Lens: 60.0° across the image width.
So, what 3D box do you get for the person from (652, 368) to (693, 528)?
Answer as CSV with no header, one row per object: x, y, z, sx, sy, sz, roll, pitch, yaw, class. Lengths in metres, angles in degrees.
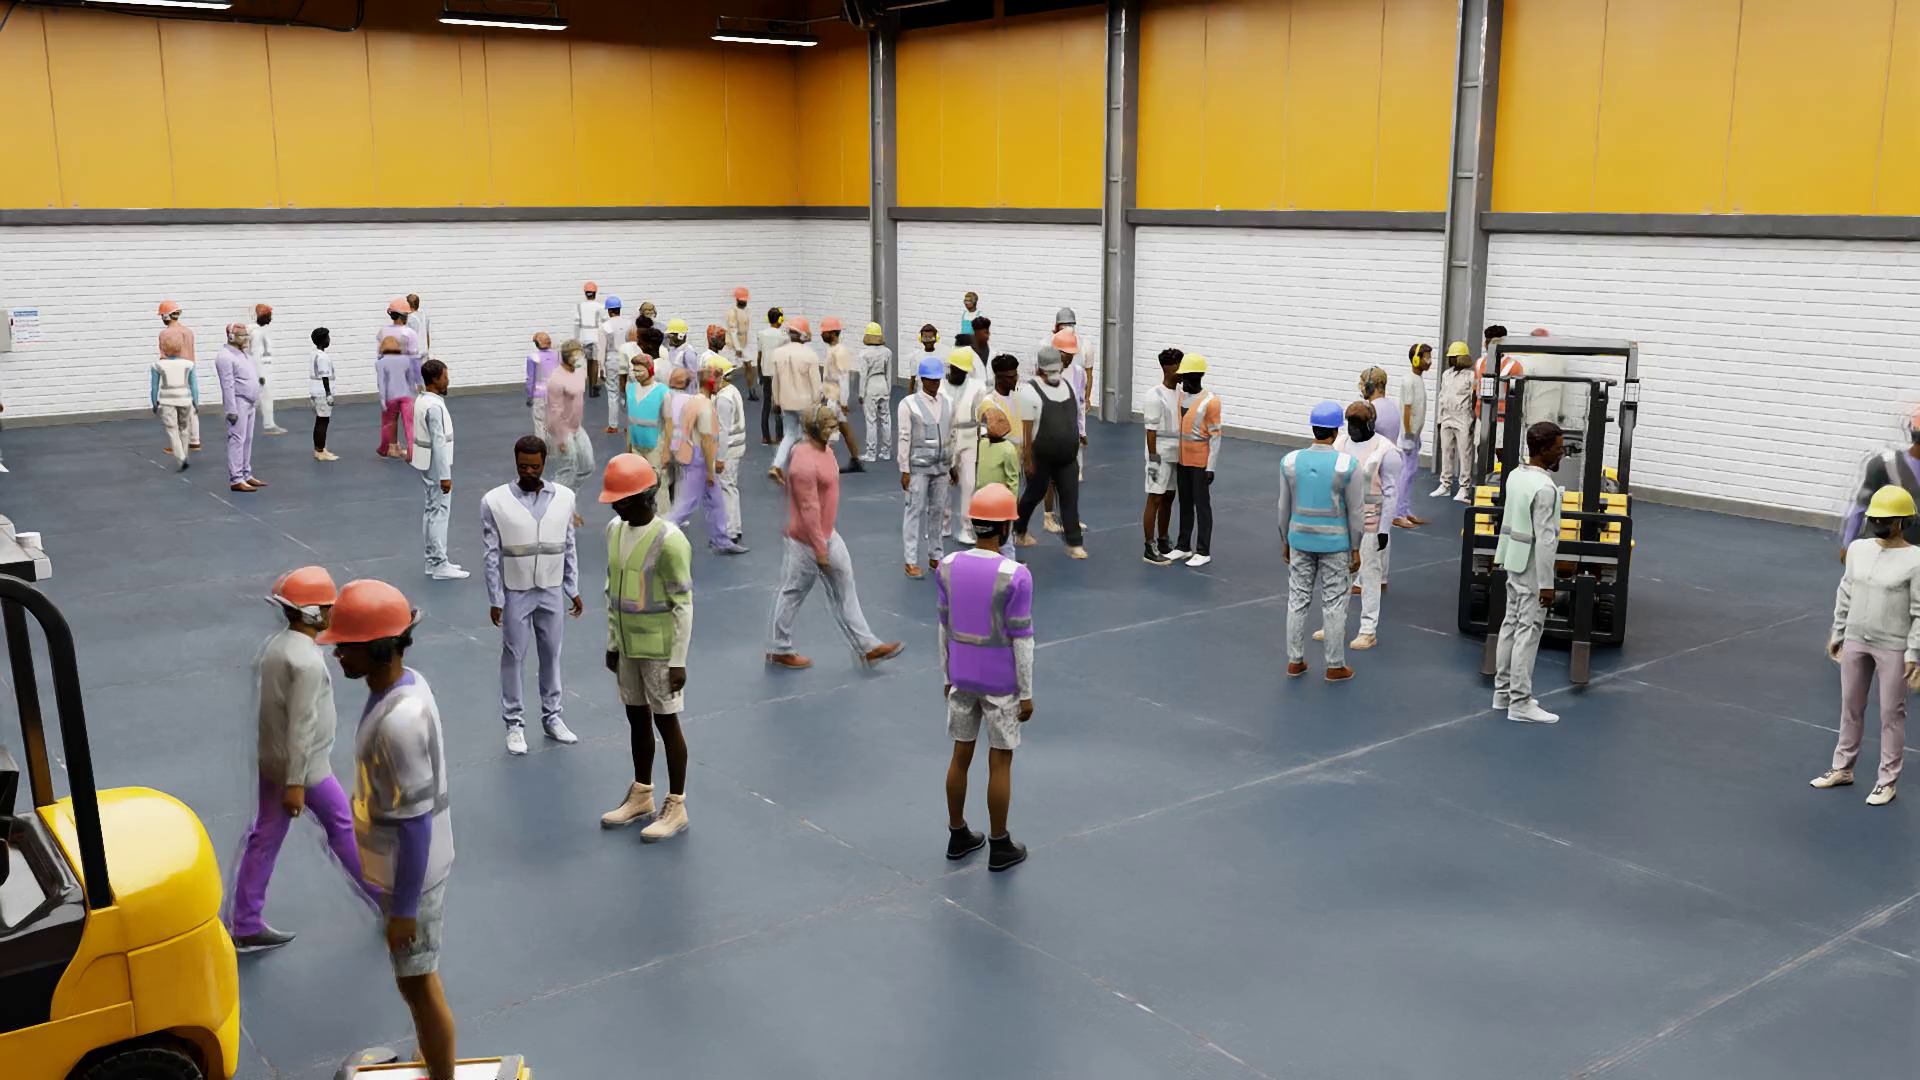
-2.862,-0.907,16.619,0.547,1.617,0.505,5,13,21,person

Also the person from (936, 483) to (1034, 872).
0.142,0.676,8.246,0.544,1.930,0.388,8,14,34,person

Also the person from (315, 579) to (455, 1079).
-1.970,1.133,5.779,0.411,2.040,0.628,-5,13,-21,person

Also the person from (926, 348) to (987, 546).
-0.078,-0.879,15.856,0.681,1.881,0.754,0,12,2,person

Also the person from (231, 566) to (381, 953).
-2.874,0.961,7.419,0.921,1.693,0.578,-9,15,-38,person

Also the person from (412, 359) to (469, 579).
-4.573,-0.617,14.515,0.380,1.916,0.596,-6,13,-28,person

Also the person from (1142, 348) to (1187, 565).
1.881,-0.769,15.126,0.373,1.966,0.607,9,15,37,person

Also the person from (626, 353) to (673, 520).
-2.970,-0.871,15.936,0.564,1.837,0.388,8,14,34,person

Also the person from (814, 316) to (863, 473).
-1.563,-1.717,19.885,0.852,1.898,0.567,-2,12,-11,person

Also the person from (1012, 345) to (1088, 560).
0.777,-0.871,15.442,0.685,2.000,0.968,-8,14,-32,person

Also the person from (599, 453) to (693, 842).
-1.641,0.552,8.592,0.608,2.032,0.405,11,16,42,person

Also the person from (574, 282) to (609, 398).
-6.086,-3.348,27.735,0.565,1.899,0.785,2,12,10,person

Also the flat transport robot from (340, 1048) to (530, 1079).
-1.832,2.086,5.458,0.652,0.197,1.431,-2,12,-7,flat transport robot

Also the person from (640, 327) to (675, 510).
-3.182,-1.244,17.422,0.368,1.966,0.603,3,12,13,person

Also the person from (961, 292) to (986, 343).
0.191,-2.942,25.916,0.506,1.846,0.350,11,16,42,person

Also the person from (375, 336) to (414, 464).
-7.088,-1.760,20.837,0.504,1.578,0.889,-11,16,-42,person

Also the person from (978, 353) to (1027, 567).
0.373,-0.671,14.687,0.362,1.960,0.615,6,13,25,person

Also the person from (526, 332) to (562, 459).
-5.215,-1.799,20.928,0.313,1.631,0.525,10,15,40,person

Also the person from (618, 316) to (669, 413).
-3.758,-1.720,19.865,0.622,1.928,0.692,2,12,9,person

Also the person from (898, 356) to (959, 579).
-0.266,-0.637,14.534,0.608,1.946,0.406,-8,14,-34,person

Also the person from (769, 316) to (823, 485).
-1.856,-1.554,18.902,0.616,1.971,0.564,7,14,30,person

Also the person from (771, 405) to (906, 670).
-0.901,0.009,11.551,1.012,1.885,0.659,3,12,15,person

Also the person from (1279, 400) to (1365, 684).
2.467,0.018,11.374,0.603,1.948,0.385,7,14,32,person

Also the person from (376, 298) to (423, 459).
-7.056,-2.039,21.081,0.615,2.038,0.395,4,12,20,person

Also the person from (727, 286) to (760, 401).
-3.644,-3.206,27.155,0.833,1.881,0.556,8,14,35,person

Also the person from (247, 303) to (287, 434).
-9.827,-2.367,23.145,0.648,1.848,0.634,-4,12,-18,person

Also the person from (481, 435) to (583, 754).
-2.578,0.312,10.038,0.587,1.915,0.394,-8,14,-35,person

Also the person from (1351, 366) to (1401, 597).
3.435,-0.482,13.846,0.375,1.930,0.636,9,14,36,person

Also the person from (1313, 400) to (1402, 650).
2.922,-0.118,12.294,0.429,1.843,0.622,-10,15,-39,person

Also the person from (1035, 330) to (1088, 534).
1.018,-1.060,16.401,0.618,2.028,0.410,-10,15,-39,person

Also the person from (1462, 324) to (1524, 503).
5.724,-1.333,17.856,0.363,1.962,0.612,-8,14,-33,person

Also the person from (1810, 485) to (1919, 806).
5.040,0.571,9.148,0.310,1.769,0.523,-6,13,-28,person

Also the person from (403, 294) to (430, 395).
-8.294,-2.829,25.374,0.345,1.846,0.508,5,13,24,person

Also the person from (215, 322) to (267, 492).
-8.138,-1.509,18.854,0.403,1.904,0.651,-1,12,-4,person

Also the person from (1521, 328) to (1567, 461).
6.563,-1.436,18.623,0.707,1.857,0.835,-7,13,-29,person

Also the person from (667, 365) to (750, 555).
-2.444,-0.706,15.255,0.903,1.802,0.623,-3,12,-13,person

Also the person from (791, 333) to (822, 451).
-2.026,-1.982,21.605,0.507,1.700,0.538,-8,14,-34,person

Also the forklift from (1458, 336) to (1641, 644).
4.683,-0.471,13.136,1.214,2.155,2.313,4,12,20,forklift

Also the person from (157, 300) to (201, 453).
-10.171,-2.117,21.610,0.412,1.982,0.622,2,12,11,person

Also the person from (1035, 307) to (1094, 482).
1.214,-1.687,19.383,0.684,2.000,0.538,1,12,3,person

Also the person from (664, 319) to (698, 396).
-3.439,-1.800,20.434,0.404,1.830,0.603,-7,14,-32,person

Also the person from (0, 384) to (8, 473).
-11.721,-1.647,19.914,0.296,1.744,0.487,10,16,41,person

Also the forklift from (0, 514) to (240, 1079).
-3.687,1.115,5.480,2.313,2.155,1.214,-9,15,-36,forklift

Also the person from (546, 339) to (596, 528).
-3.910,-1.058,16.655,0.447,1.915,0.705,3,12,12,person

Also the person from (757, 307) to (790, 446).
-2.473,-2.178,22.215,0.524,1.857,0.345,4,12,20,person

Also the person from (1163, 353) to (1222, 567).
2.099,-0.726,15.014,0.378,1.928,0.585,-7,14,-31,person

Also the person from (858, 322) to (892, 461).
-1.082,-1.864,20.972,0.485,1.740,0.304,-9,15,-38,person

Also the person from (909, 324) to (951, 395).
-0.343,-1.587,19.347,0.512,1.861,0.325,0,12,-1,person

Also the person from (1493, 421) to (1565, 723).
3.619,0.196,10.587,0.377,1.917,0.600,0,12,-2,person

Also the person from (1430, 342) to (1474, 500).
5.446,-1.307,18.272,0.320,1.742,0.492,-9,14,-36,person

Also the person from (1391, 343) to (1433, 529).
4.561,-1.051,16.747,0.309,1.861,0.533,6,13,26,person

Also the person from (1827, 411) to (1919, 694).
6.402,0.024,11.357,0.613,1.951,1.137,-2,12,-11,person

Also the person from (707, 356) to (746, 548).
-2.244,-0.845,15.859,0.403,1.818,0.605,0,12,0,person

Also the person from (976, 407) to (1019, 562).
0.290,-0.266,13.507,0.279,1.632,0.502,-7,14,-32,person

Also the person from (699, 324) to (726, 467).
-2.774,-1.483,18.799,0.351,1.875,0.574,-2,12,-12,person

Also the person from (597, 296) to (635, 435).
-4.774,-2.430,23.225,0.605,1.939,0.416,-9,15,-36,person

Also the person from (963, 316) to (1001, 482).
0.222,-1.637,19.365,0.627,1.948,0.456,-7,13,-30,person

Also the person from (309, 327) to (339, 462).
-8.025,-1.835,20.965,0.321,1.693,0.540,-7,14,-32,person

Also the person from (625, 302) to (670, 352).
-4.151,-2.224,22.267,0.636,1.928,0.383,-8,14,-34,person

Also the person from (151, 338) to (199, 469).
-9.562,-1.658,20.295,0.524,1.607,0.737,-8,14,-35,person
